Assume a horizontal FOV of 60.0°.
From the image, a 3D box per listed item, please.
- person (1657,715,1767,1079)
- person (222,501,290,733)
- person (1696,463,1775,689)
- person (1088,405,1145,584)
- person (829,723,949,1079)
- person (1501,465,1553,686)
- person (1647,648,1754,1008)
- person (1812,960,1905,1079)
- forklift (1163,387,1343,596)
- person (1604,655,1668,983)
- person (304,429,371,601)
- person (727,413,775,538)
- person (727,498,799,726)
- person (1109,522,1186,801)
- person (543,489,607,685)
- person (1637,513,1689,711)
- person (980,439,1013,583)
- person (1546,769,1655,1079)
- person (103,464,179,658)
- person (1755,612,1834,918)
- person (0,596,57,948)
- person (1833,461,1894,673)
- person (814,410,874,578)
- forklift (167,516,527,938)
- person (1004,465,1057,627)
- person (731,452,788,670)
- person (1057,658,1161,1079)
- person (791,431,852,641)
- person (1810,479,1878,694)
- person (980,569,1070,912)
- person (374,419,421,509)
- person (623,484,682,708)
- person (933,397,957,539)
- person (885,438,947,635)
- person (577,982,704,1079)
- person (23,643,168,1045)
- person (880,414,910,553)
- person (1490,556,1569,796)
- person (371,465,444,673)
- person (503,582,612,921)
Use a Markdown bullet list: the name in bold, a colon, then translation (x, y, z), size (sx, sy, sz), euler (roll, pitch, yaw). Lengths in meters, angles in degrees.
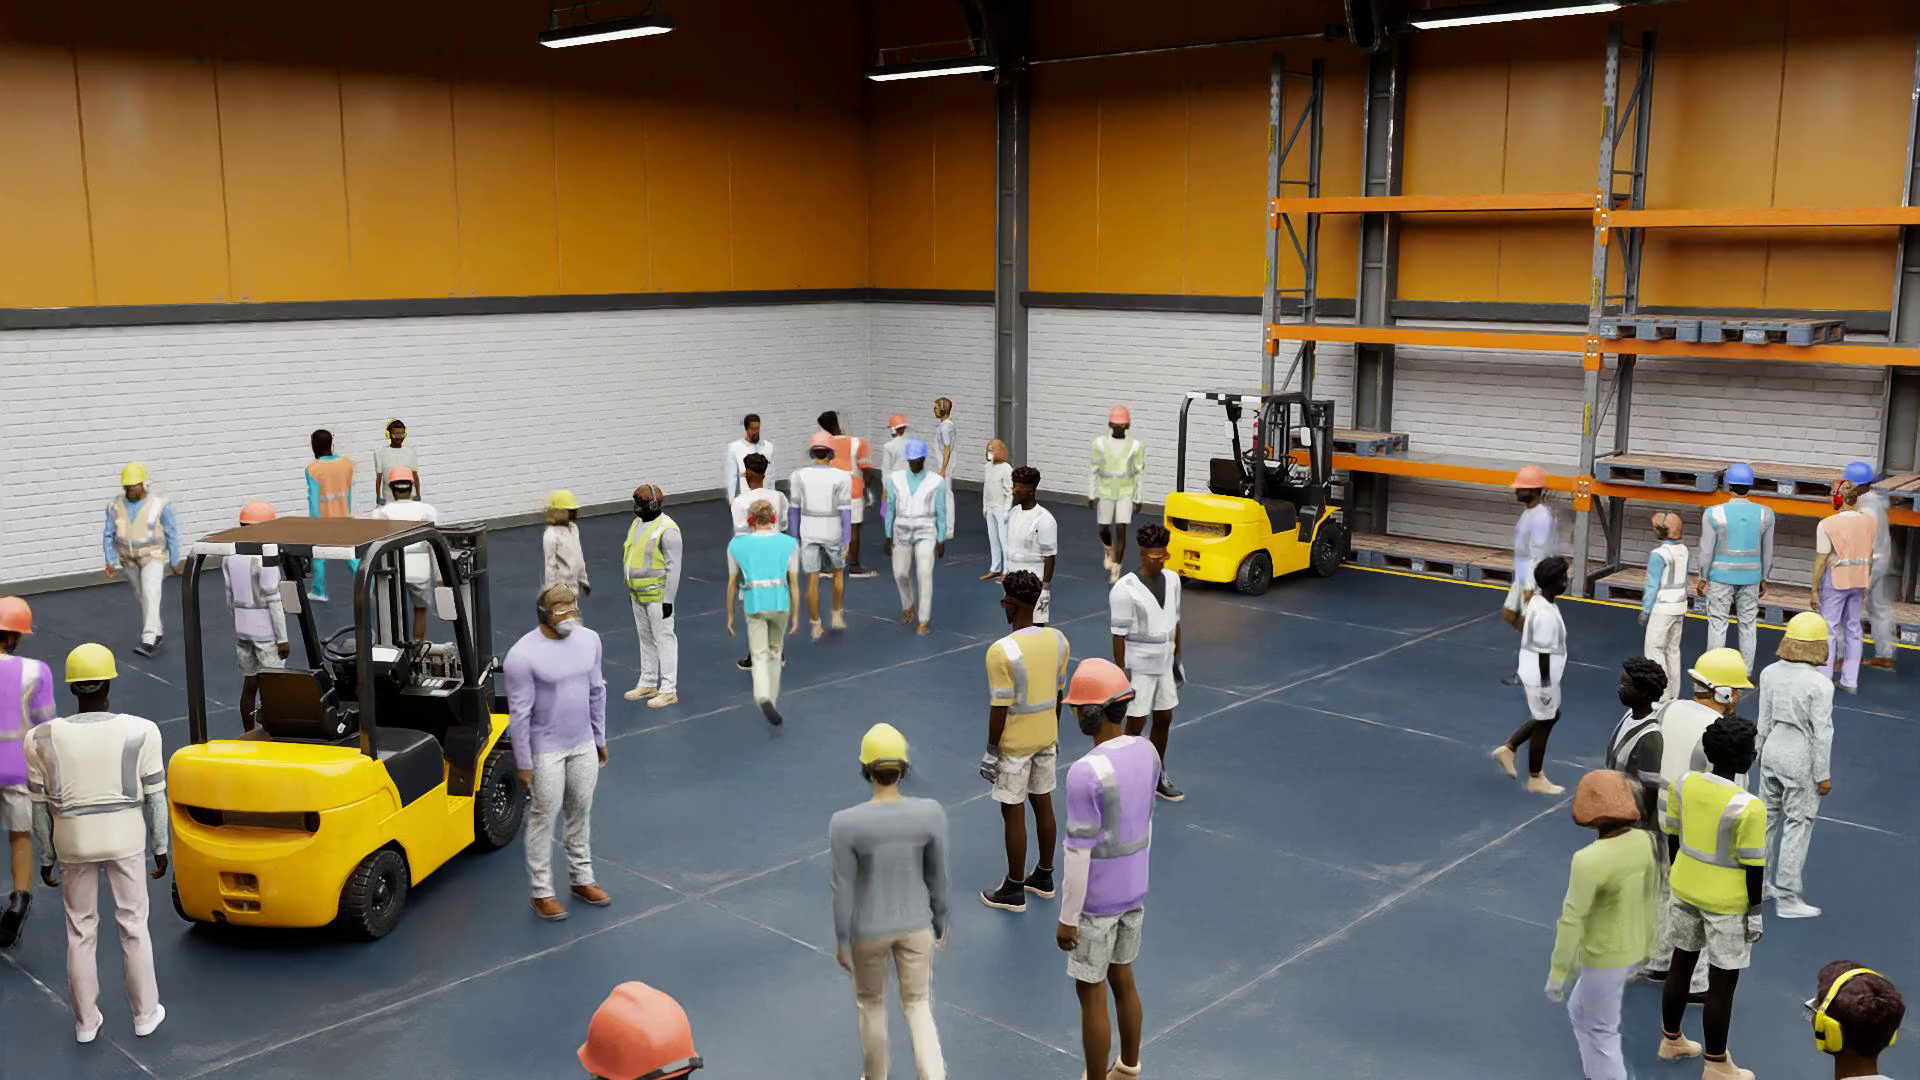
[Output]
- **person**: translation (3.413, 1.615, 7.520), size (0.316, 1.698, 0.541), euler (-4, 11, -21)
- **person**: translation (-5.123, 0.674, 12.224), size (0.542, 1.929, 0.374), euler (6, 12, 30)
- **person**: translation (6.611, 0.315, 14.215), size (0.605, 1.948, 0.384), euler (1, 10, 4)
- **person**: translation (1.776, -0.537, 18.871), size (0.644, 2.019, 0.694), euler (2, 10, 12)
- **person**: translation (-0.273, 1.668, 7.090), size (0.535, 1.744, 0.681), euler (-3, 10, -18)
- **person**: translation (4.902, 0.317, 14.272), size (0.465, 1.925, 0.542), euler (1, 10, 5)
- **person**: translation (3.688, 1.424, 8.278), size (0.403, 1.819, 0.600), euler (-2, 10, -12)
- **person**: translation (2.390, 2.058, 4.553), size (0.511, 1.862, 0.324), euler (-2, 10, -10)
- **forklift**: translation (3.298, -0.608, 18.767), size (1.214, 2.155, 2.313), euler (9, 13, 42)
- **person**: translation (3.477, 1.430, 8.580), size (0.319, 1.697, 0.532), euler (2, 10, 9)
- **person**: translation (-6.661, -0.249, 17.635), size (0.880, 1.875, 0.591), euler (7, 12, 36)
- **person**: translation (-2.401, -0.515, 19.088), size (0.591, 1.904, 0.524), euler (-8, 13, -39)
- **person**: translation (-1.542, 0.585, 13.163), size (0.584, 1.795, 0.836), euler (-2, 10, -13)
- **person**: translation (1.273, 0.838, 11.223), size (0.623, 1.951, 0.379), euler (-8, 13, -38)
- **person**: translation (-3.481, 0.395, 14.411), size (0.781, 1.715, 0.489), euler (2, 10, 11)
- **person**: translation (5.768, 0.588, 13.568), size (0.531, 1.630, 0.329), euler (-9, 13, -42)
- **person**: translation (0.424, -0.330, 18.810), size (0.274, 1.628, 0.502), euler (-7, 12, -34)
- **person**: translation (2.676, 1.759, 6.940), size (0.601, 1.600, 0.479), euler (-8, 13, -39)
- **person**: translation (-7.602, 0.189, 15.388), size (0.588, 1.779, 0.908), euler (0, 10, -1)
- **person**: translation (4.733, 1.262, 9.431), size (0.316, 1.738, 0.487), euler (-3, 10, -18)
- **person**: translation (-5.197, 1.272, 8.952), size (0.642, 1.896, 0.740), euler (-5, 11, -26)
- **person**: translation (7.996, 0.244, 14.733), size (0.703, 1.898, 0.711), euler (5, 11, 28)
- **person**: translation (-1.323, -0.519, 19.047), size (0.702, 1.927, 0.368), euler (0, 10, 1)
- **forklift**: translation (-3.583, 0.976, 9.748), size (1.214, 2.155, 2.313), euler (2, 10, 11)
- **person**: translation (0.565, 0.347, 13.977), size (0.361, 1.964, 0.614), euler (-6, 12, -31)
- **person**: translation (-1.796, 0.192, 14.861), size (0.361, 1.963, 0.612), euler (9, 14, 42)
- **person**: translation (0.605, 1.509, 7.187), size (0.411, 2.033, 0.613), euler (7, 12, 36)
- **person**: translation (-1.328, -0.050, 16.110), size (0.619, 2.017, 0.709), euler (1, 10, 4)
- **person**: translation (7.426, 0.409, 14.008), size (0.560, 1.836, 0.394), euler (-2, 10, -13)
- **person**: translation (0.357, 1.134, 9.499), size (0.364, 1.965, 0.610), euler (10, 14, 43)
- **person**: translation (-6.324, -0.433, 18.740), size (0.509, 1.860, 0.334), euler (-6, 12, -32)
- **person**: translation (-2.551, 0.453, 13.732), size (0.429, 1.845, 0.621), euler (-9, 13, -41)
- **person**: translation (-0.204, -0.934, 21.616), size (0.334, 1.844, 0.513), euler (1, 10, 4)
- **person**: translation (-0.431, -0.055, 16.358), size (0.618, 1.941, 0.497), euler (3, 10, 14)
- **person**: translation (-0.744, 2.055, 4.036), size (0.397, 2.043, 0.610), euler (8, 13, 39)
- **person**: translation (-4.081, 1.438, 7.920), size (0.582, 1.919, 0.396), euler (-4, 11, -22)
- **person**: translation (-0.767, -0.683, 20.487), size (0.593, 1.732, 0.374), euler (-10, 14, -44)
- **person**: translation (3.969, 0.933, 11.433), size (0.416, 1.683, 0.559), euler (3, 10, 16)
- **person**: translation (-4.826, 0.290, 14.520), size (0.591, 1.888, 0.679), euler (-4, 11, -20)
- **person**: translation (-2.261, 1.176, 9.386), size (0.378, 1.929, 0.631), euler (8, 13, 39)
